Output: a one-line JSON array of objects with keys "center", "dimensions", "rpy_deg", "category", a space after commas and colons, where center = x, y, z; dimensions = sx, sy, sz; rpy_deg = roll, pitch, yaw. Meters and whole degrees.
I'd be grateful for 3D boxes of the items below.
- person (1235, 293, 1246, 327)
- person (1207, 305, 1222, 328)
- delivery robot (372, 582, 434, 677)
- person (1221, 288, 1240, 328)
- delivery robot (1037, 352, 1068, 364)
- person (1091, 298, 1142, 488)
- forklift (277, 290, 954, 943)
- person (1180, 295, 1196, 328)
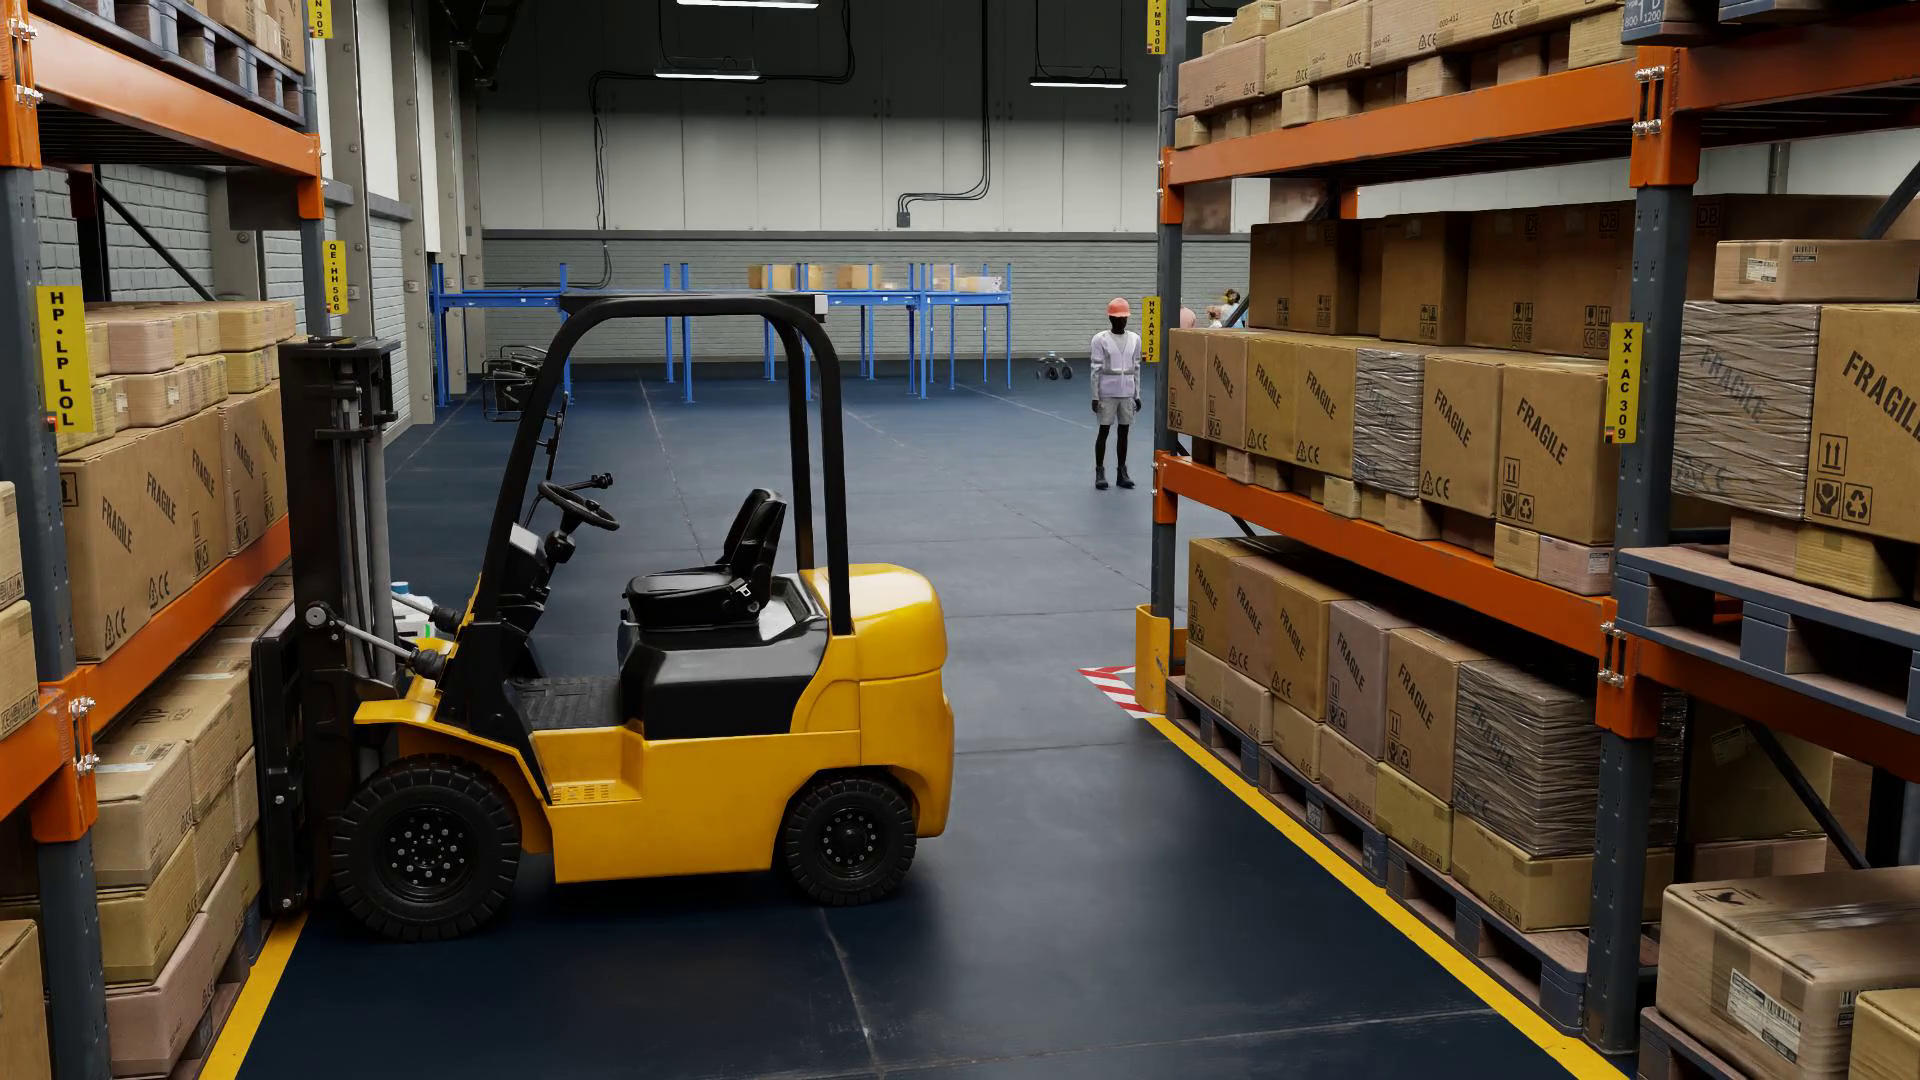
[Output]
[{"center": [5.995, -4.559, 36.379], "dimensions": [0.541, 1.695, 0.316], "rpy_deg": [-3, 10, -20], "category": "person"}, {"center": [4.092, -2.946, 26.736], "dimensions": [0.314, 1.636, 0.515], "rpy_deg": [0, 9, 2], "category": "person"}, {"center": [-3.041, 0.471, 9.036], "dimensions": [0.477, 0.478, 0.707], "rpy_deg": [-3, 10, -17], "category": "delivery robot"}, {"center": [5.265, -3.924, 32.055], "dimensions": [0.560, 1.841, 0.375], "rpy_deg": [-7, 11, -35], "category": "person"}, {"center": [1.870, -3.701, 33.679], "dimensions": [0.335, 0.223, 0.698], "rpy_deg": [-9, 13, -44], "category": "delivery robot"}, {"center": [1.609, -1.499, 16.998], "dimensions": [0.552, 1.935, 0.374], "rpy_deg": [-3, 10, -18], "category": "person"}, {"center": [-1.179, 0.175, 6.143], "dimensions": [2.313, 2.155, 1.214], "rpy_deg": [-2, 10, -12], "category": "forklift"}, {"center": [3.245, -2.818, 25.146], "dimensions": [0.638, 1.904, 0.402], "rpy_deg": [-5, 10, -26], "category": "person"}]
